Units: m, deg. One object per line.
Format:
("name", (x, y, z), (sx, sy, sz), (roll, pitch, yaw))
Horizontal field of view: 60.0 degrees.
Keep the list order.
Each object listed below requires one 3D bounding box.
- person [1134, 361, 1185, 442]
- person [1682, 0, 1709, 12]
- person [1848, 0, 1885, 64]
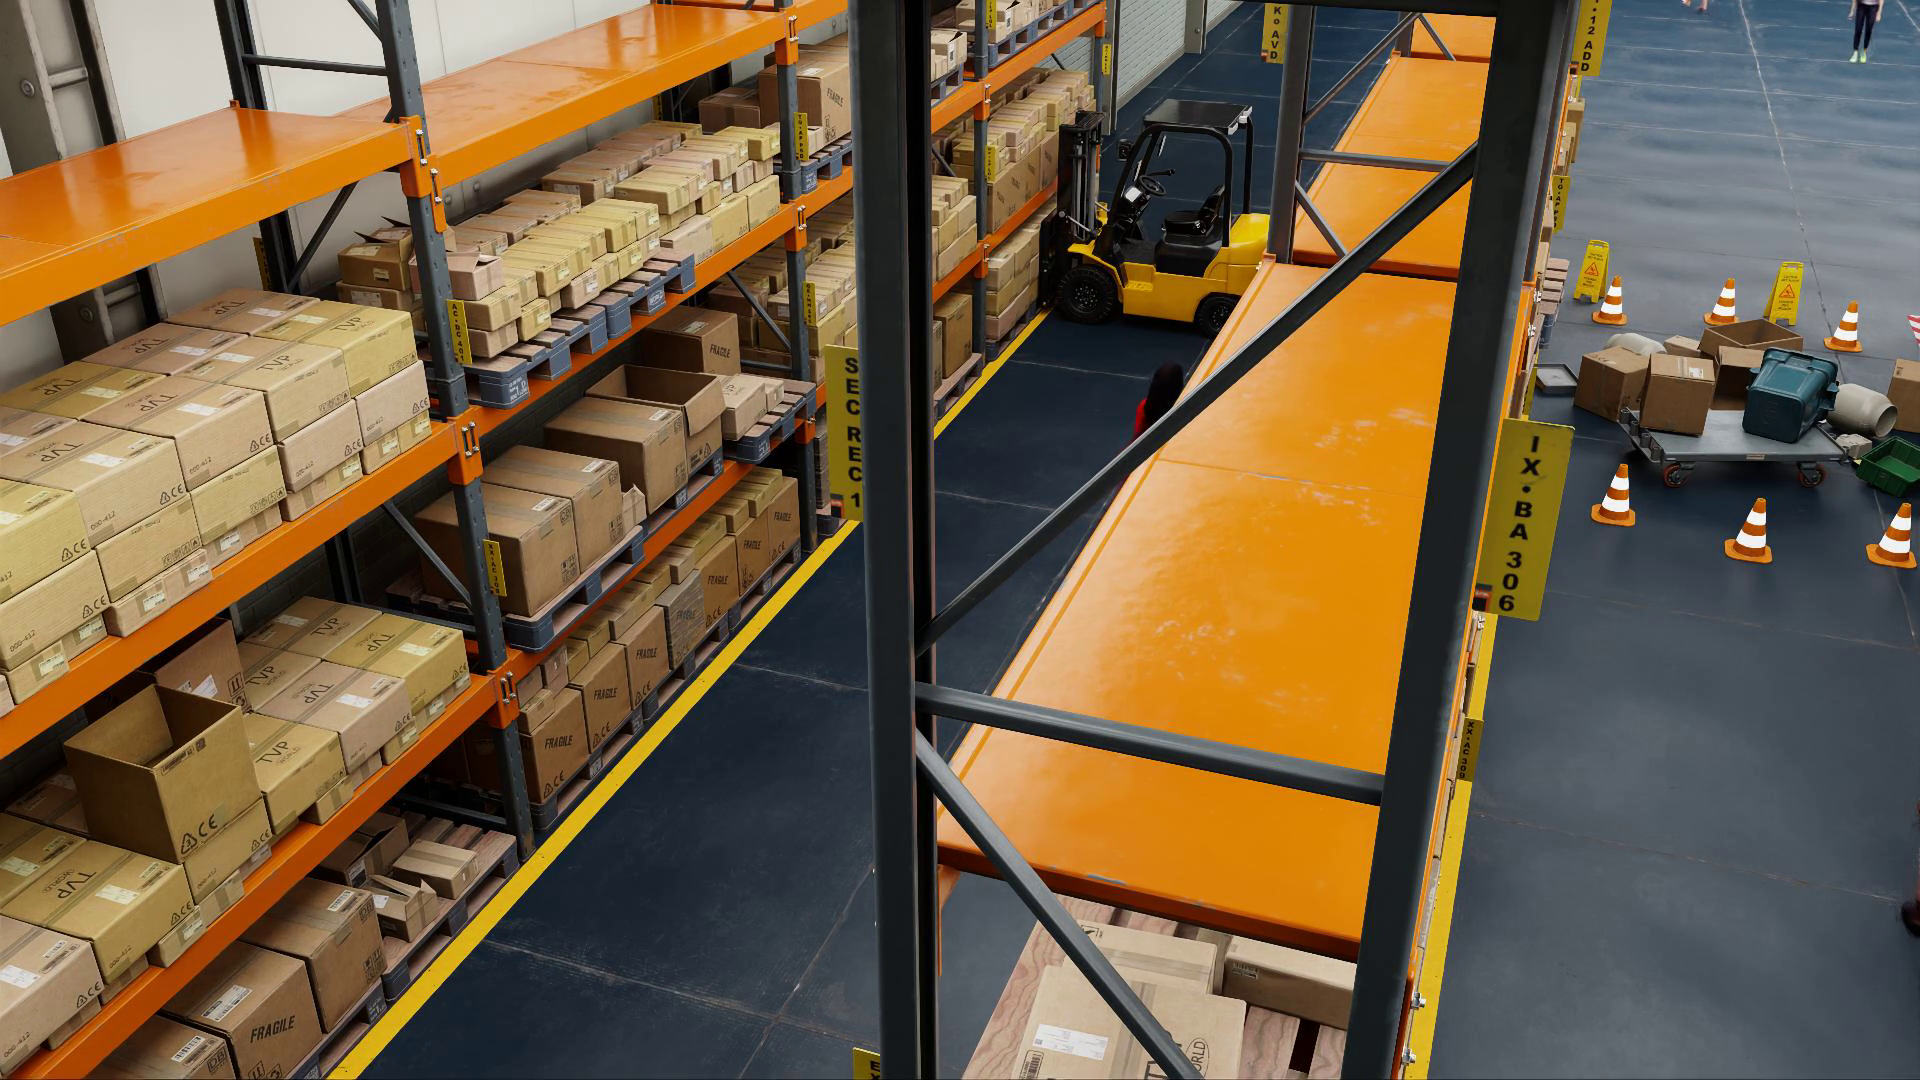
("person", (1.454, -0.434, 12.166), (0.619, 1.706, 1.010), (10, 30, 18))
("person", (14.459, -11.159, 32.206), (0.906, 1.801, 1.250), (0, 28, 0))
("person", (15.411, -8.983, 28.235), (0.692, 1.692, 0.703), (20, 34, 32))
